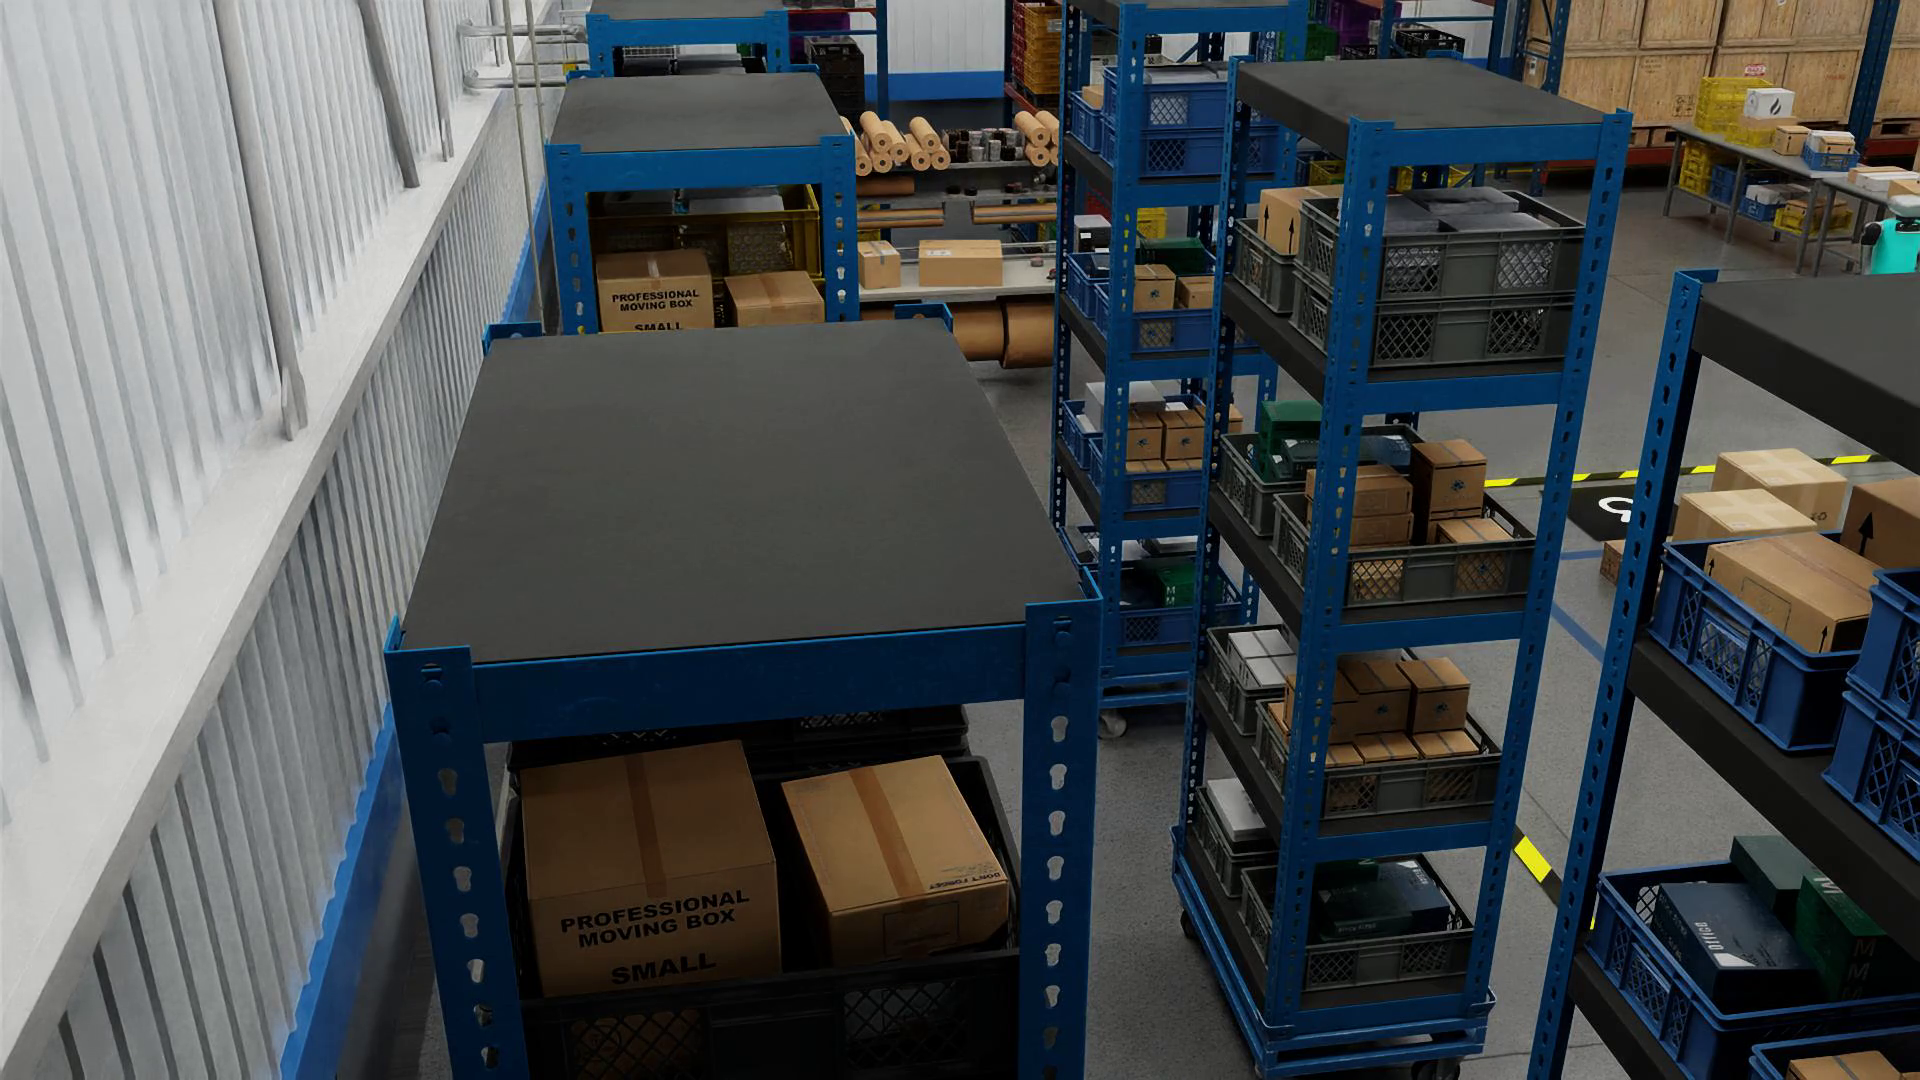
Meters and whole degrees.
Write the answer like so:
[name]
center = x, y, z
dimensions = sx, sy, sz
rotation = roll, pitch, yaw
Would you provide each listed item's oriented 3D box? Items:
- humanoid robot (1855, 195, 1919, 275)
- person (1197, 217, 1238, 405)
[humanoid robot]
center = 6.624, -1.537, 11.727
dimensions = 0.533, 1.673, 0.735
rotation = 1, 25, 2
[person]
center = 1.705, -1.245, 11.111
dimensions = 0.370, 1.852, 0.588
rotation = -5, 25, -10
